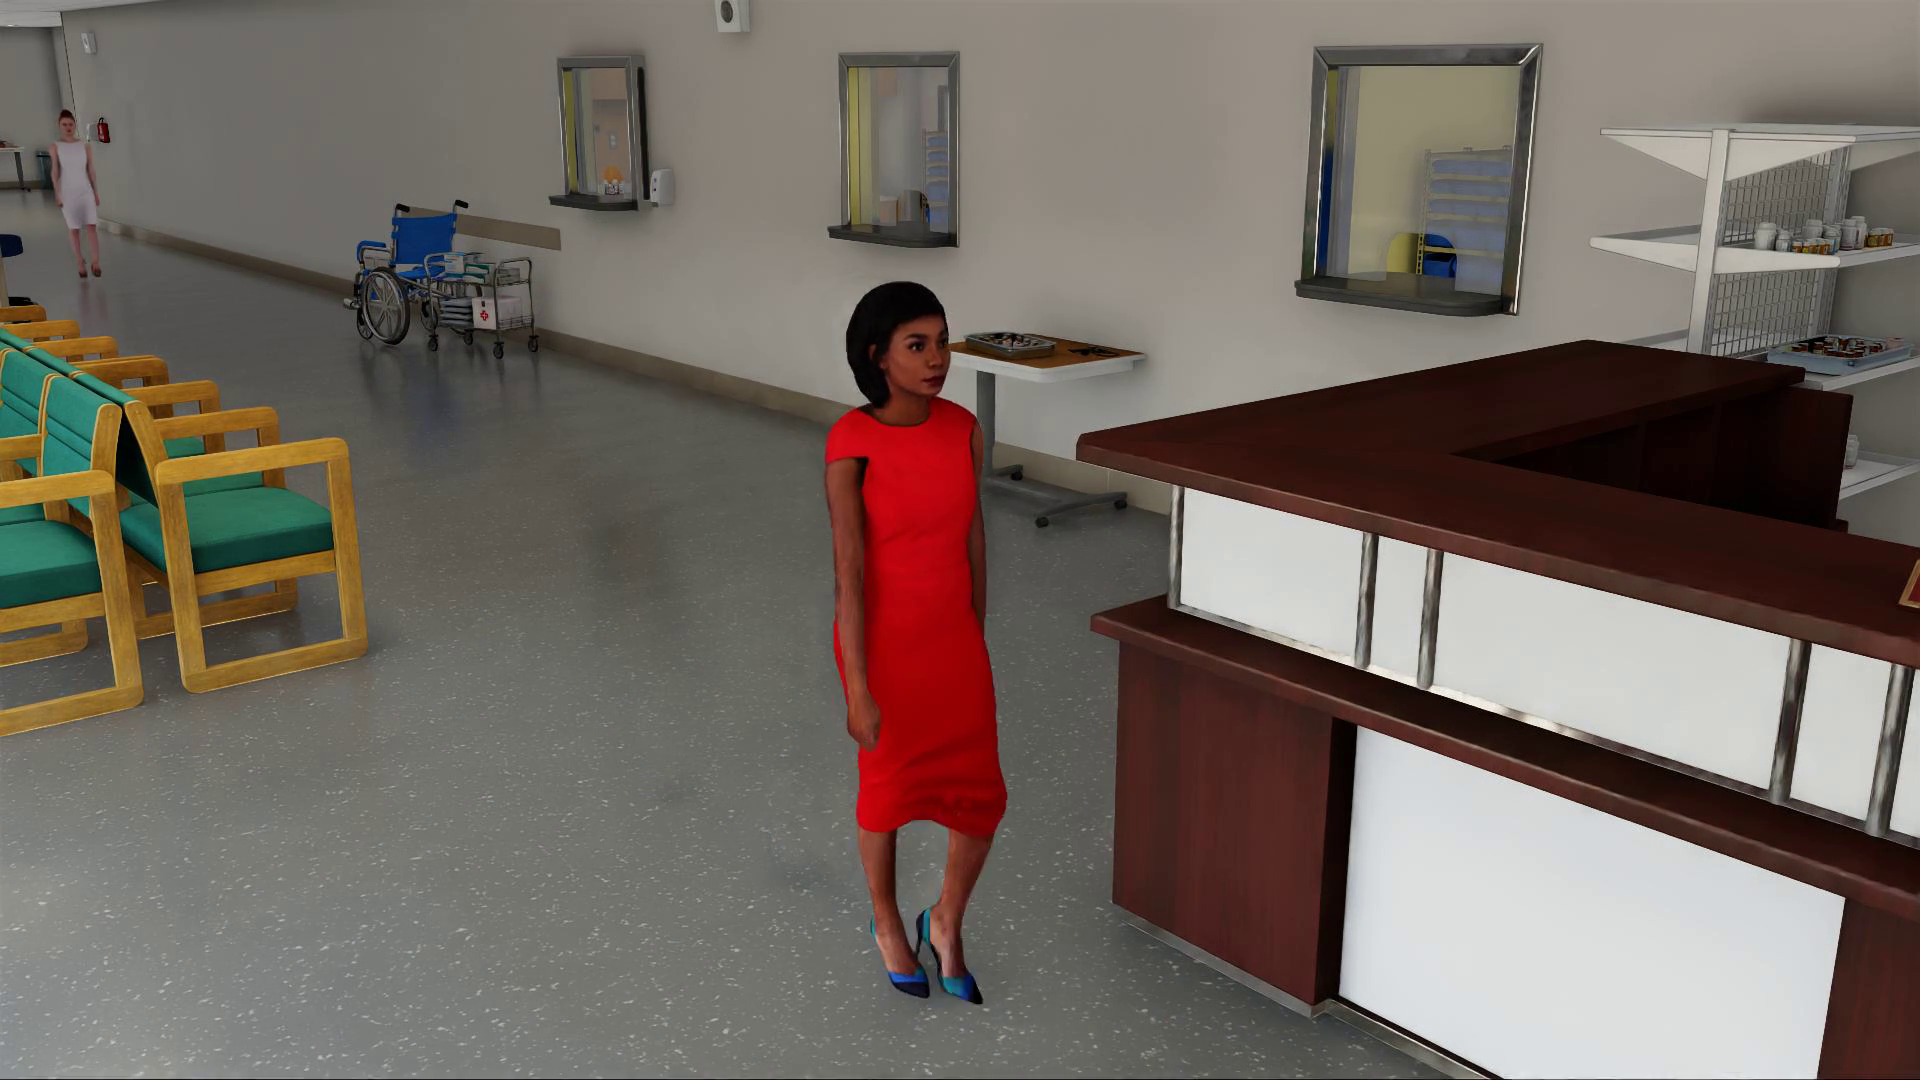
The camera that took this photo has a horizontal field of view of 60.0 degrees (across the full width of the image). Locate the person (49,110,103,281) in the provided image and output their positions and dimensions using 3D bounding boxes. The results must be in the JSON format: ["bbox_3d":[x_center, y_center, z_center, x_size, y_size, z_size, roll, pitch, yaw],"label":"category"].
[{"bbox_3d":[-9.336,-3.594,17.551,1.059,1.748,0.744,-10,19,-32],"label":"person"}]

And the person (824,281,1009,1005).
[{"bbox_3d":[-0.162,0.262,3.904,0.596,1.732,0.694,-10,19,-32],"label":"person"}]
